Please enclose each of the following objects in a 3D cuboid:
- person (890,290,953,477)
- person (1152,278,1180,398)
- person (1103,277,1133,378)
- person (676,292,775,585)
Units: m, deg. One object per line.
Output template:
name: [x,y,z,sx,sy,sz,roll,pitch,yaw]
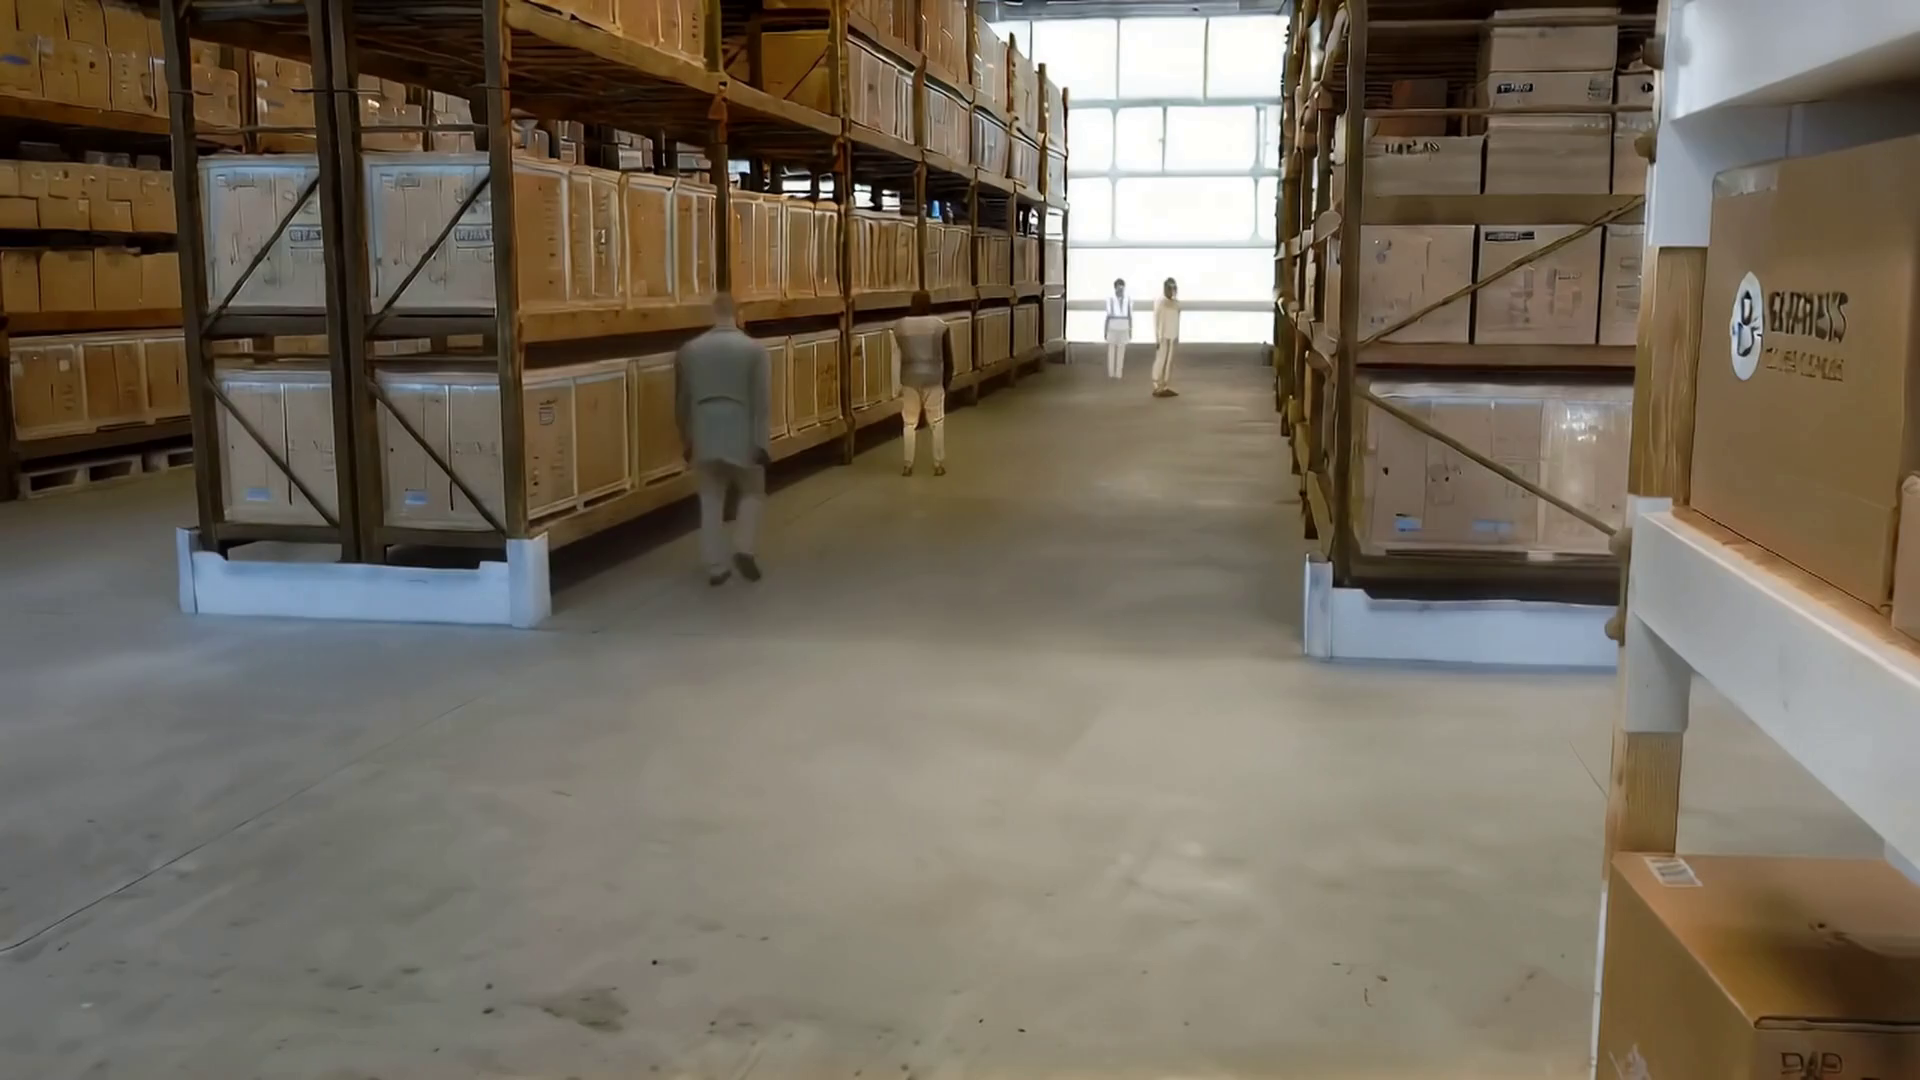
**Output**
person: [-0.377,-1.540,16.455,0.619,1.845,0.430,0,9,3]
person: [3.342,-3.262,26.881,0.369,1.930,0.627,8,12,41]
person: [3.030,-4.074,31.920,0.545,1.925,0.547,0,9,0]
person: [-1.507,-0.644,10.759,0.661,1.894,0.416,1,9,6]
